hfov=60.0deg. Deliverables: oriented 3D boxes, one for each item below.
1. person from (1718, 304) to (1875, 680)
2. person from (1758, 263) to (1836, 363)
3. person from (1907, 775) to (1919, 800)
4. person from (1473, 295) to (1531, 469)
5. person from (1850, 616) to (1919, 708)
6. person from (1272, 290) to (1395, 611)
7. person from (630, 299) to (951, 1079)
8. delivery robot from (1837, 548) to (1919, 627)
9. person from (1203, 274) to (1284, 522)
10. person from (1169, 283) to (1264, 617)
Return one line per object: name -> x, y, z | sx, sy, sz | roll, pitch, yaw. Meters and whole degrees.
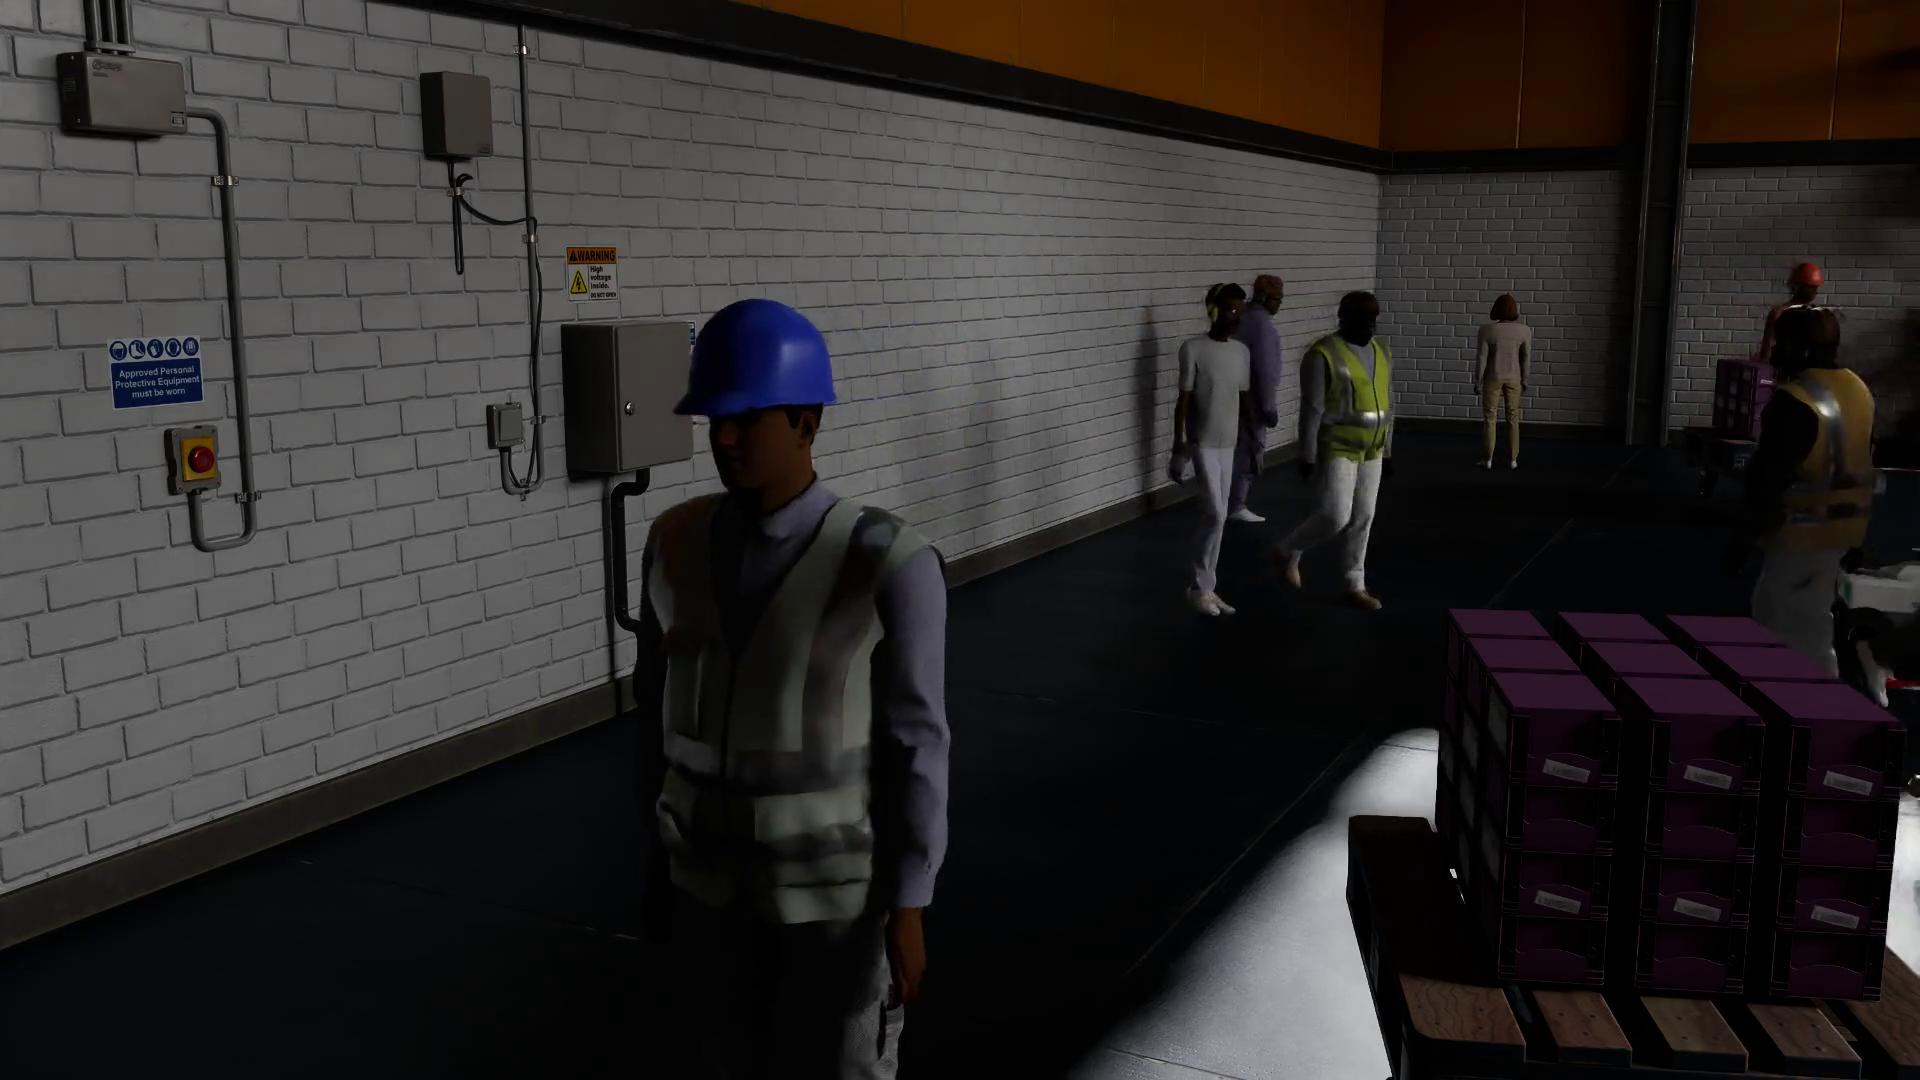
person -> 3.245, -0.015, 6.596 | 0.642, 1.816, 0.718 | -9, 13, -42
person -> 7.140, -1.395, 14.277 | 0.614, 1.945, 1.023 | -5, 11, -26
person -> 3.852, -0.020, 5.989 | 0.753, 2.000, 0.697 | 9, 13, 43
person -> 5.086, -1.480, 15.622 | 0.509, 1.631, 0.270 | 1, 10, 4
person -> 4.072, -0.086, 6.818 | 0.654, 1.882, 0.709 | -7, 12, -36
person -> 2.167, -0.517, 9.530 | 0.629, 1.821, 0.594 | -6, 12, -33
person -> -0.313, 0.566, 2.871 | 0.612, 1.946, 0.399 | 5, 11, 25
delivery robot -> 4.763, 0.283, 8.263 | 0.707, 0.478, 0.477 | 4, 11, 24
person -> 2.164, -1.055, 12.504 | 0.479, 1.865, 0.727 | -2, 10, -11
person -> 1.470, -0.490, 9.234 | 0.572, 1.854, 0.472 | -7, 12, -36
